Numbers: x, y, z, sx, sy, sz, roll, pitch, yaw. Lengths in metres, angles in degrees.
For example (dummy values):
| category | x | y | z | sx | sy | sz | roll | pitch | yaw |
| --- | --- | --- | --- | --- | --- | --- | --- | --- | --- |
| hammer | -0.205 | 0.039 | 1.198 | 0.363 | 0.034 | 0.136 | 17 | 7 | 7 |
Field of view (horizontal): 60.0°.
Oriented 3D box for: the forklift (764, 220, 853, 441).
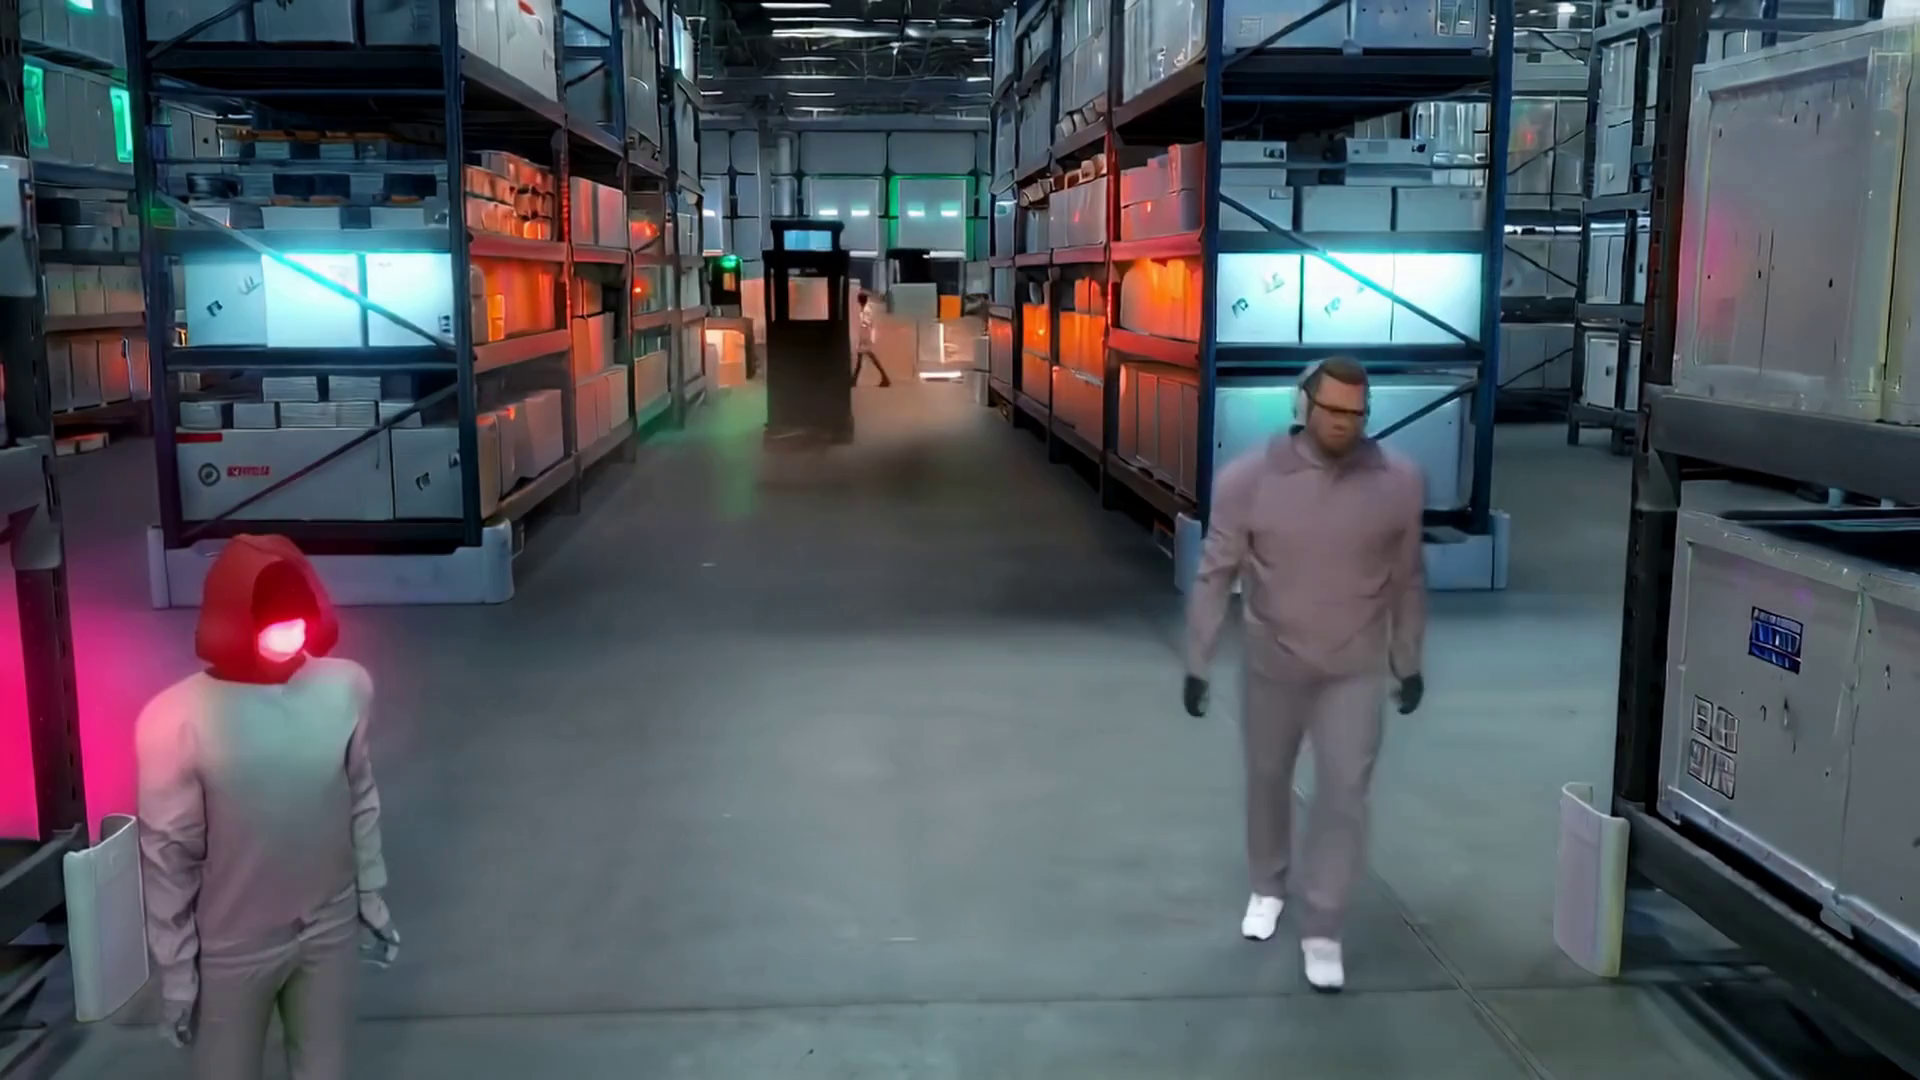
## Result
| category | x | y | z | sx | sy | sz | roll | pitch | yaw |
| --- | --- | --- | --- | --- | --- | --- | --- | --- | --- |
| forklift | -1.973 | -2.762 | 21.670 | 1.129 | 2.768 | 1.873 | -1 | 9 | -4 |

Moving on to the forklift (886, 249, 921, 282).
| category | x | y | z | sx | sy | sz | roll | pitch | yaw |
| --- | --- | --- | --- | --- | --- | --- | --- | --- | --- |
| forklift | -1.537 | -6.556 | 45.497 | 1.129 | 2.768 | 1.873 | -2 | 9 | -13 |

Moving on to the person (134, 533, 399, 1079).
| category | x | y | z | sx | sy | sz | roll | pitch | yaw |
| --- | --- | --- | --- | --- | --- | --- | --- | --- | --- |
| person | -1.338 | 0.790 | 3.271 | 0.269 | 1.632 | 0.504 | 6 | 11 | 34 |

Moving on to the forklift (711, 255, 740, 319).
| category | x | y | z | sx | sy | sz | roll | pitch | yaw |
| --- | --- | --- | --- | --- | --- | --- | --- | --- | --- |
| forklift | -8.400 | -8.786 | 59.500 | 1.129 | 2.768 | 1.873 | -1 | 9 | -4 |

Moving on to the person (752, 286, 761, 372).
| category | x | y | z | sx | sy | sz | roll | pitch | yaw |
| --- | --- | --- | --- | --- | --- | --- | --- | --- | --- |
| person | -4.277 | -4.660 | 36.588 | 0.663 | 1.924 | 0.644 | -2 | 9 | -15 |

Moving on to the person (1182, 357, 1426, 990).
| category | x | y | z | sx | sy | sz | roll | pitch | yaw |
| --- | --- | --- | --- | --- | --- | --- | --- | --- | --- |
| person | 1.049 | 0.388 | 5.045 | 0.715 | 1.863 | 0.826 | 2 | 9 | 10 |

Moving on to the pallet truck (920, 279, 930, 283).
| category | x | y | z | sx | sy | sz | roll | pitch | yaw |
| --- | --- | --- | --- | --- | --- | --- | --- | --- | --- |
| pallet truck | -0.932 | -8.922 | 63.114 | 1.885 | 1.965 | 0.823 | 2 | 9 | 13 |

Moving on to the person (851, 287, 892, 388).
| category | x | y | z | sx | sy | sz | roll | pitch | yaw |
| --- | --- | --- | --- | --- | --- | --- | --- | --- | --- |
| person | -1.732 | -3.807 | 31.345 | 0.978 | 1.895 | 0.561 | -1 | 9 | -7 |
